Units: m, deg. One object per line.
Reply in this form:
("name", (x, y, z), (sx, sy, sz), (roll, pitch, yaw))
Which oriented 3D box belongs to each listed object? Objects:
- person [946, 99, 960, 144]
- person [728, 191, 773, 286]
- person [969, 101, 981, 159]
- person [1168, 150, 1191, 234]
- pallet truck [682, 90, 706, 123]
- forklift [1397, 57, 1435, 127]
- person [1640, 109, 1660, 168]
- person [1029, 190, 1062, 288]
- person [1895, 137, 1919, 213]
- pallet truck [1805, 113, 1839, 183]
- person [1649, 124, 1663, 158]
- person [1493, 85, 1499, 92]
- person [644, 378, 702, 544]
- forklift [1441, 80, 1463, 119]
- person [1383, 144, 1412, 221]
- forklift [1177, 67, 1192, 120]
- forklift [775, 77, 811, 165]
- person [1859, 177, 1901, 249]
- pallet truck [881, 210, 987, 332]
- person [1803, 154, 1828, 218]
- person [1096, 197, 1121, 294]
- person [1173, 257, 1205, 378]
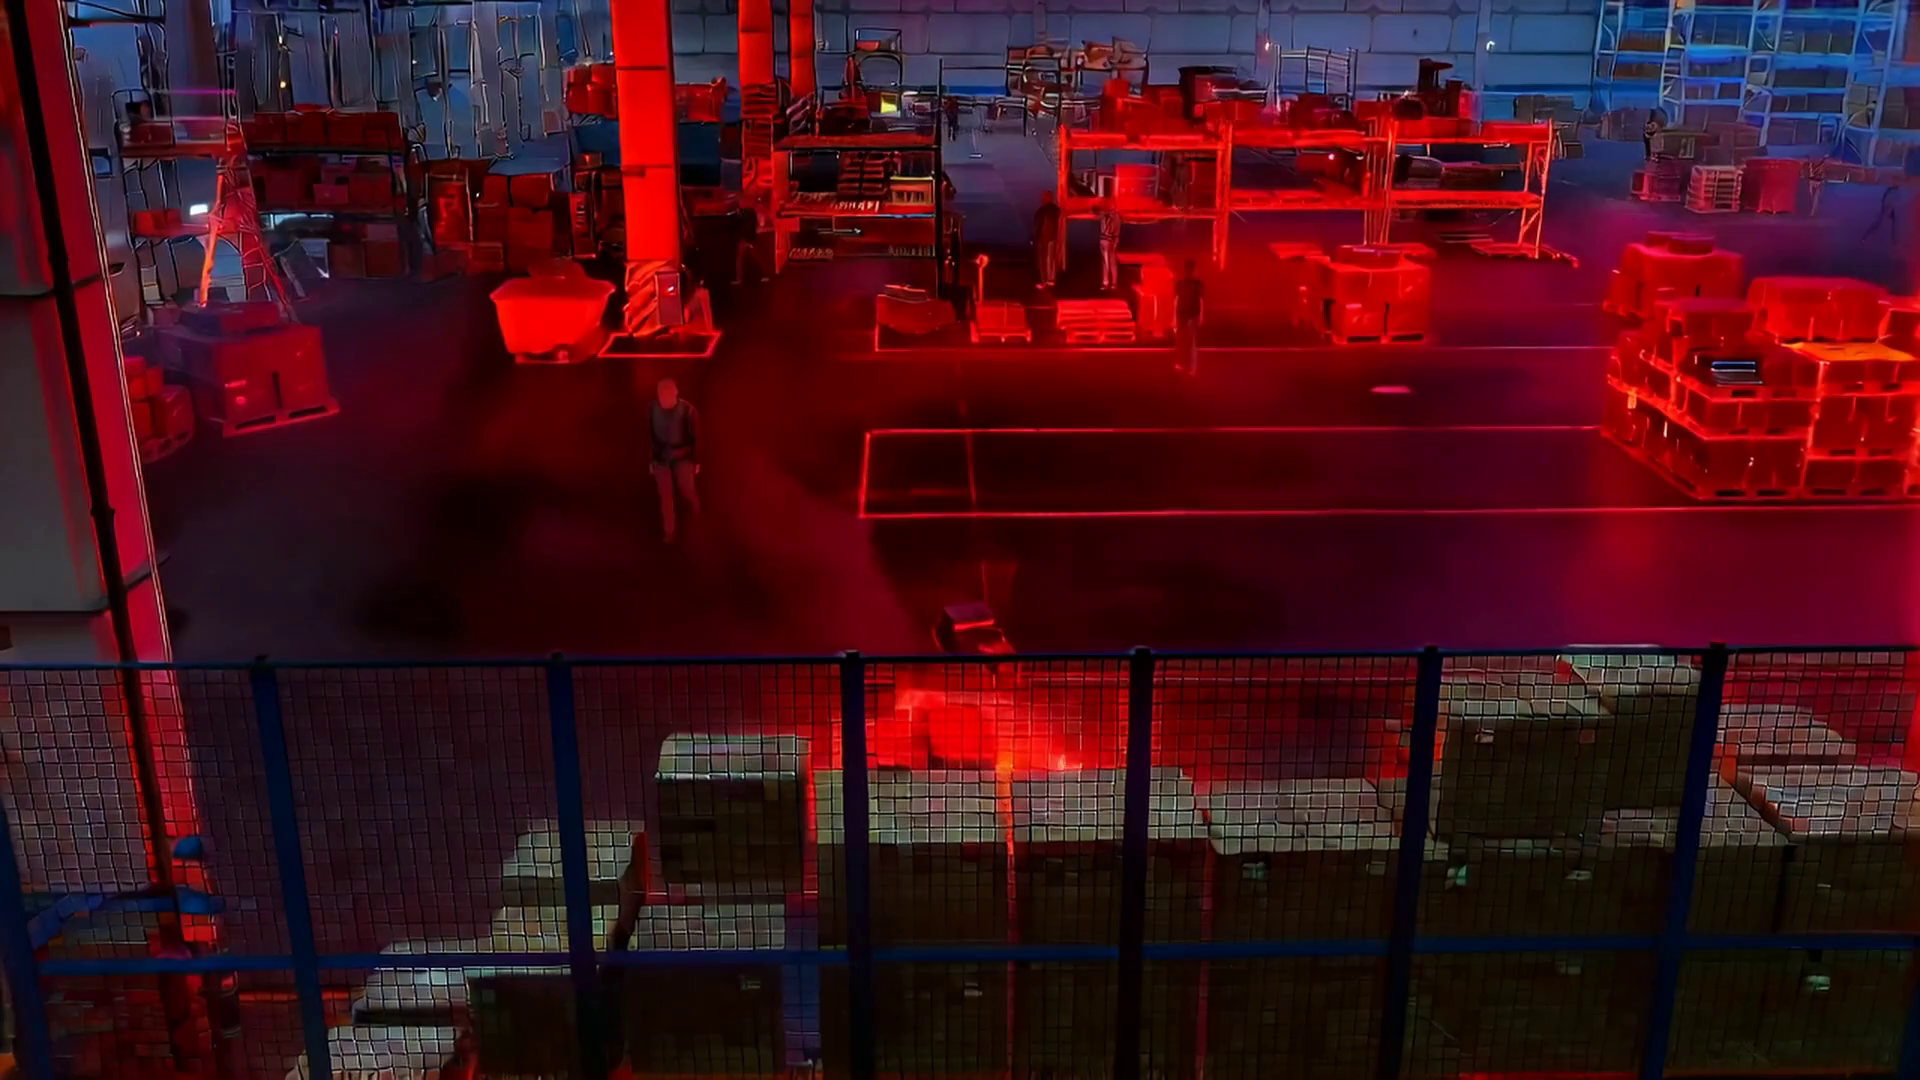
("person", (-0.297, -15.580, 61.952), (0.542, 1.680, 0.651), (7, 20, 21))
("person", (-4.212, -6.077, 33.439), (0.949, 1.891, 0.598), (-14, 23, -35))
("person", (0.511, -14.056, 57.041), (0.368, 1.933, 0.623), (8, 20, 22))
("person", (5.289, -8.401, 40.086), (0.542, 2.000, 0.689), (0, 19, 1))
("pallet truck", (-9.671, -15.907, 62.421), (0.823, 1.965, 1.885), (5, 19, 15))
("forklift", (19.208, -18.500, 68.752), (1.873, 2.768, 1.129), (-1, 19, -1))
("person", (22.469, -13.037, 54.046), (0.390, 1.912, 0.589), (-3, 19, -9))
("person", (1.718, -5.981, 33.082), (0.640, 1.932, 0.410), (-13, 23, -34))
("person", (25.052, -9.611, 43.800), (0.643, 1.964, 0.798), (-11, 21, -28))
("pallet truck", (26.403, -11.957, 50.702), (0.823, 1.965, 1.885), (6, 19, 16))
("person", (21.299, -11.888, 50.960), (0.539, 1.695, 0.319), (-17, 25, -41))
("person", (21.175, -17.065, 65.975), (0.550, 1.921, 0.569), (9, 21, 25))
("person", (-3.115, -0.897, 18.156), (0.628, 1.832, 0.564), (2, 19, 5))
("forklift", (15.639, -13.239, 53.146), (1.873, 2.768, 1.129), (-1, 19, -1))
("person", (11.171, -9.126, 42.439), (0.646, 1.908, 0.727), (-10, 21, -27))
("forklift", (8.181, -15.881, 60.983), (1.873, 2.768, 1.129), (6, 20, 17))
("forklift", (-5.920, -13.893, 55.085), (1.873, 2.768, 1.129), (-1, 19, -1))
("person", (21.193, -7.513, 38.130), (0.837, 1.604, 0.523), (10, 21, 28))
("pallet truck", (-0.493, -4.759, 29.349), (1.885, 1.965, 0.823), (-13, 23, -34))
("person", (21.992, -9.110, 42.838), (0.737, 1.607, 0.527), (-16, 24, -39))
("person", (2.919, -5.762, 32.500), (0.337, 1.881, 0.584), (-10, 21, -28))
("person", (3.545, -3.442, 25.693), (0.520, 1.834, 0.951), (-2, 19, -5))
